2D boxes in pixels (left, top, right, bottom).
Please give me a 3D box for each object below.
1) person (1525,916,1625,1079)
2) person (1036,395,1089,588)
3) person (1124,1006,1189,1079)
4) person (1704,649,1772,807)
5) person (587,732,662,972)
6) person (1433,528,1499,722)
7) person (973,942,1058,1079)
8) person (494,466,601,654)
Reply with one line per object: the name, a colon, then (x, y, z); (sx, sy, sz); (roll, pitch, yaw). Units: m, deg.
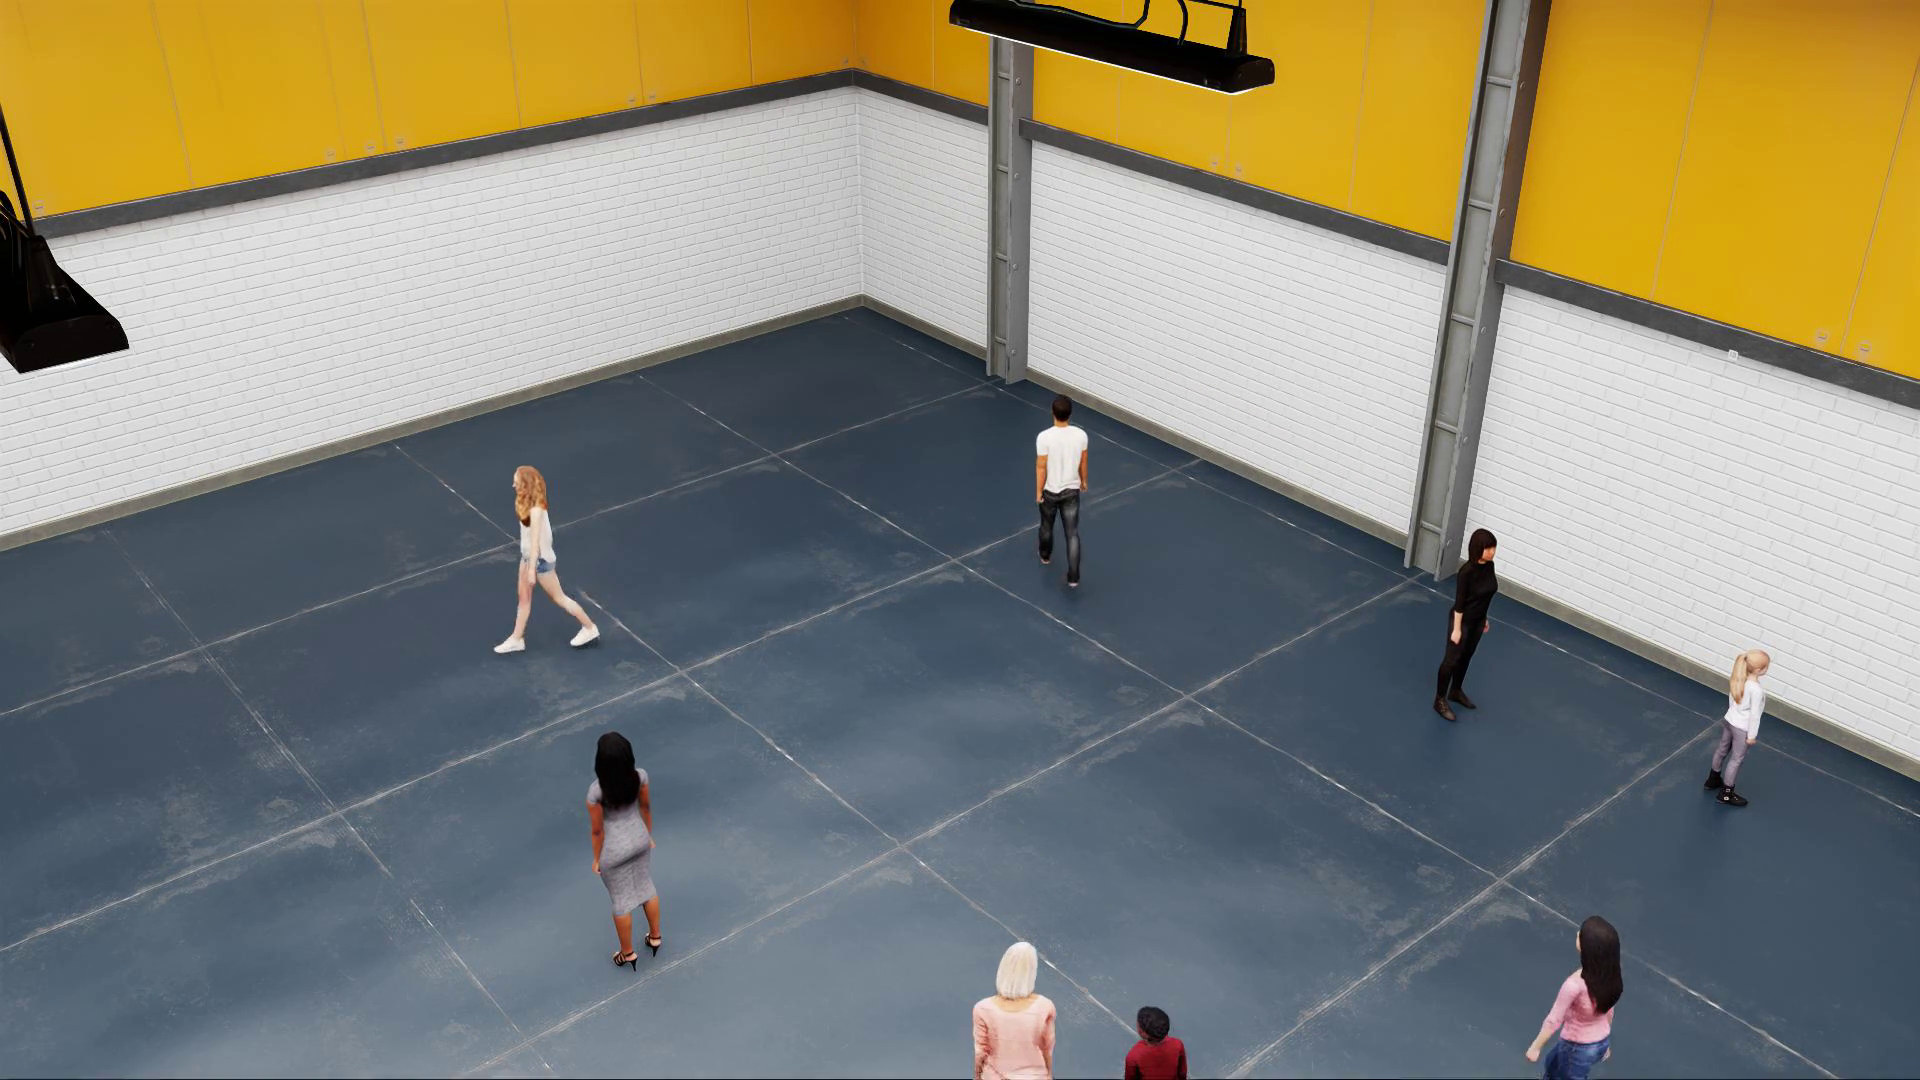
person: (3.454, 2.824, 9.089); (0.649, 1.721, 0.901); (-18, 33, -29)
person: (0.931, -0.407, 14.964); (1.027, 1.767, 1.252); (-5, 29, -9)
person: (1.089, 3.085, 9.114); (0.631, 1.238, 0.696); (-5, 29, -9)
person: (5.736, 1.354, 12.246); (0.639, 1.279, 0.566); (-2, 29, -4)
person: (-2.132, 1.976, 10.580); (0.576, 1.781, 0.496); (-22, 35, -34)
person: (4.016, 0.635, 13.185); (0.590, 1.642, 0.514); (-19, 34, -31)
person: (0.299, 2.931, 8.907); (0.821, 1.709, 0.896); (-1, 29, -2)
person: (-3.422, 0.187, 13.933); (0.865, 1.712, 1.108); (-12, 31, -20)
